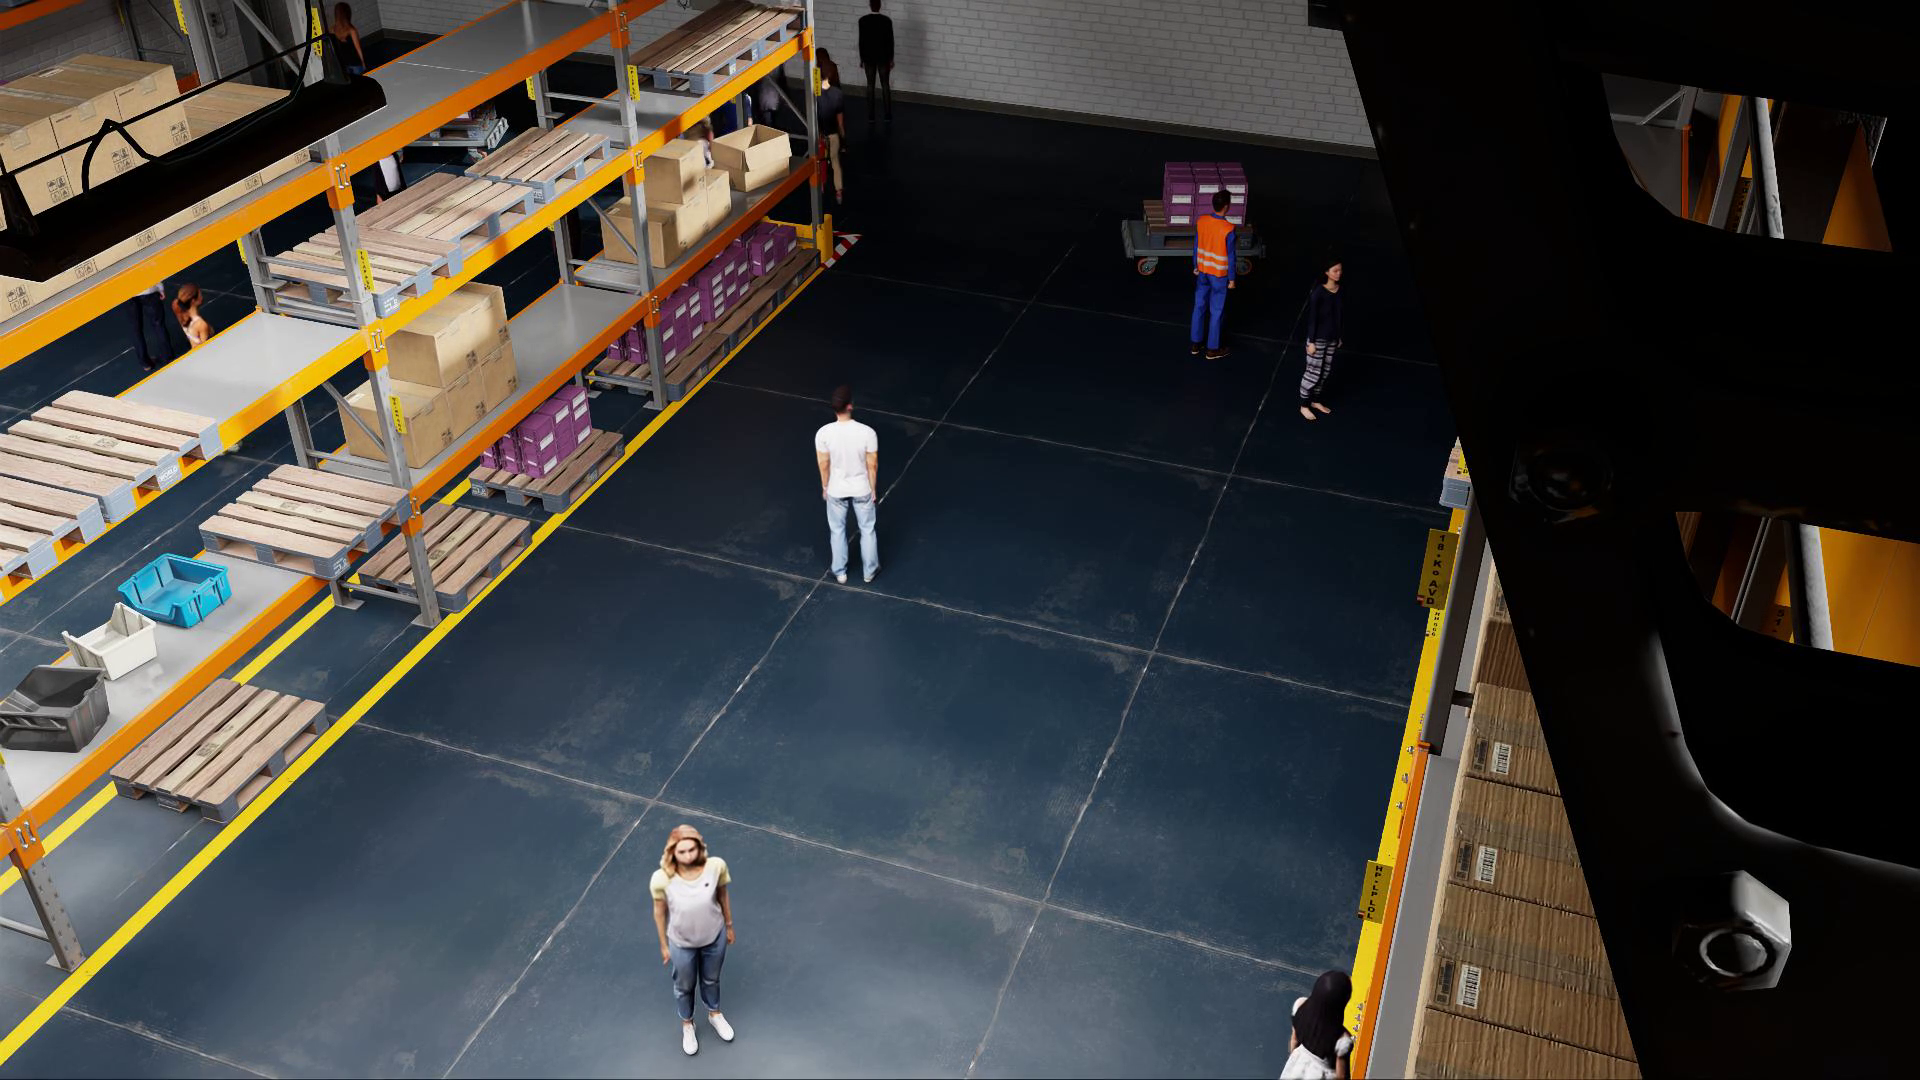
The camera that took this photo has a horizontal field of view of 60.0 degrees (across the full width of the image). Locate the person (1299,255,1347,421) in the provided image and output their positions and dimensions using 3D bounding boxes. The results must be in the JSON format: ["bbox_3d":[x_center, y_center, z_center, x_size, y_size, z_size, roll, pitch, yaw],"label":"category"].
[{"bbox_3d":[3.630,-2.050,16.640,0.637,1.735,0.741,-22,40,-30],"label":"person"}]

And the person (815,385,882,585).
[{"bbox_3d":[-0.939,-0.452,14.121,0.747,1.862,0.704,-1,34,-1],"label":"person"}]

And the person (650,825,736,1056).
[{"bbox_3d":[-1.593,2.373,9.996,0.702,1.723,0.763,-14,36,-21],"label":"person"}]

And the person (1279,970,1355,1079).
[{"bbox_3d":[1.916,2.991,9.025,0.812,1.769,0.782,-23,40,-30],"label":"person"}]

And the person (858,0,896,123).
[{"bbox_3d":[-1.193,-6.917,23.903,0.727,1.800,0.683,0,34,0],"label":"person"}]

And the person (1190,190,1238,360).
[{"bbox_3d":[2.703,-2.841,17.714,0.766,1.863,0.784,-29,43,-36],"label":"person"}]

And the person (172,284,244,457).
[{"bbox_3d":[-7.260,-1.575,15.887,0.625,1.778,0.670,19,38,26],"label":"person"}]

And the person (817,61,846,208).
[{"bbox_3d":[-1.677,-5.132,21.202,1.134,1.817,1.262,-10,35,-15],"label":"person"}]

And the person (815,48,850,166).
[{"bbox_3d":[-1.702,-5.826,22.382,0.749,1.667,0.481,20,38,27],"label":"person"}]

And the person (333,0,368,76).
[{"bbox_3d":[-8.723,-6.836,23.852,0.592,1.721,0.497,12,36,18],"label":"person"}]
